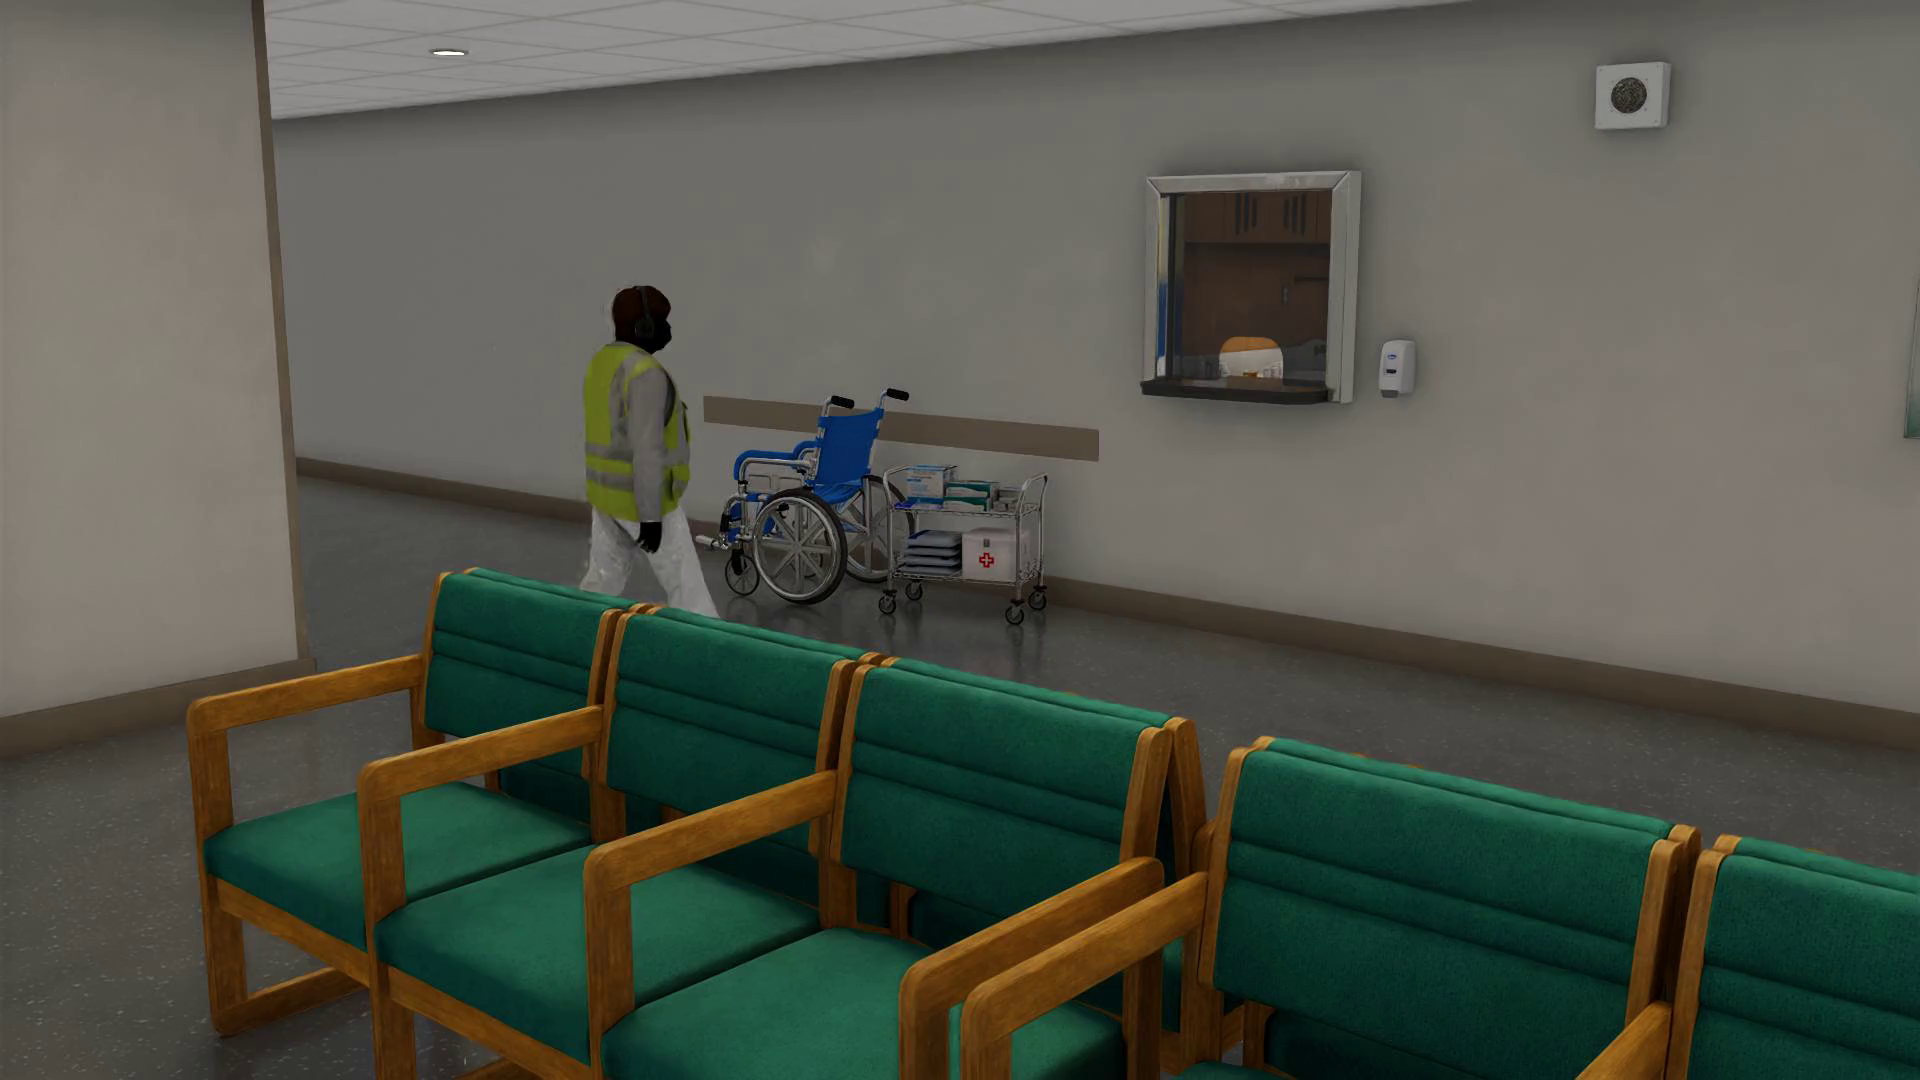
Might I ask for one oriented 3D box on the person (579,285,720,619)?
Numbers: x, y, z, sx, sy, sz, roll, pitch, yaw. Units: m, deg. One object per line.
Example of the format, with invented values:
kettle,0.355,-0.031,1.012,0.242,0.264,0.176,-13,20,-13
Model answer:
person,-1.271,-0.174,7.091,0.927,1.794,0.654,-7,12,-34
